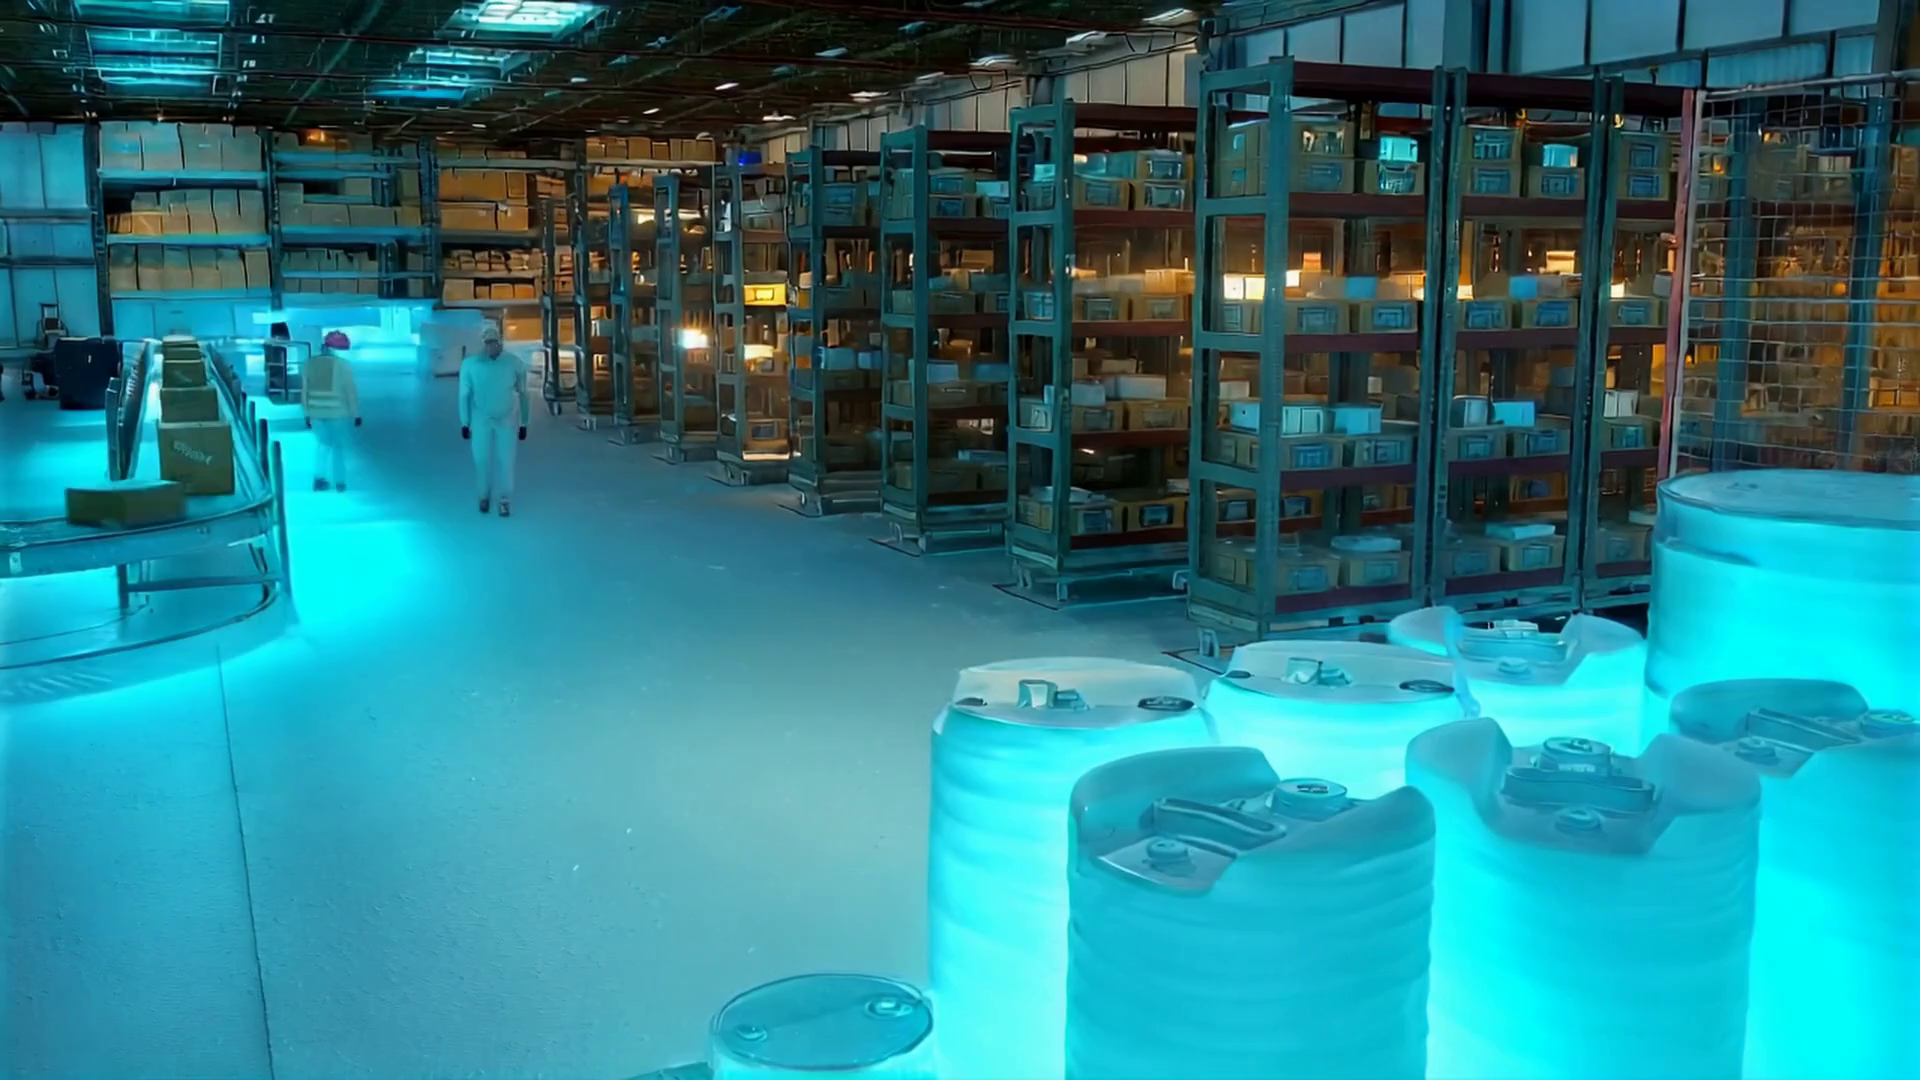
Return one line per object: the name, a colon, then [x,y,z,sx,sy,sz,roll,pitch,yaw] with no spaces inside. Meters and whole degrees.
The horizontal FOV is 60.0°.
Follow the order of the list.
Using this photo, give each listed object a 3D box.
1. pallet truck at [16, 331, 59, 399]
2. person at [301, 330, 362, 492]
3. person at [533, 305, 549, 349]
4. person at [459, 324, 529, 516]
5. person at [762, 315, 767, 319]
pallet truck: [-17.082,-3.353,31.781,1.630,1.274,0.653,-4,10,-25]
person: [-6.860,-1.392,18.149,0.622,1.783,0.463,0,9,2]
person: [-12.933,-6.802,51.970,0.940,1.695,0.505,-5,10,-29]
person: [-4.585,-1.175,16.412,0.669,1.894,0.431,-3,10,-17]
person: [-4.112,-4.228,35.089,0.399,1.985,0.610,4,10,22]
